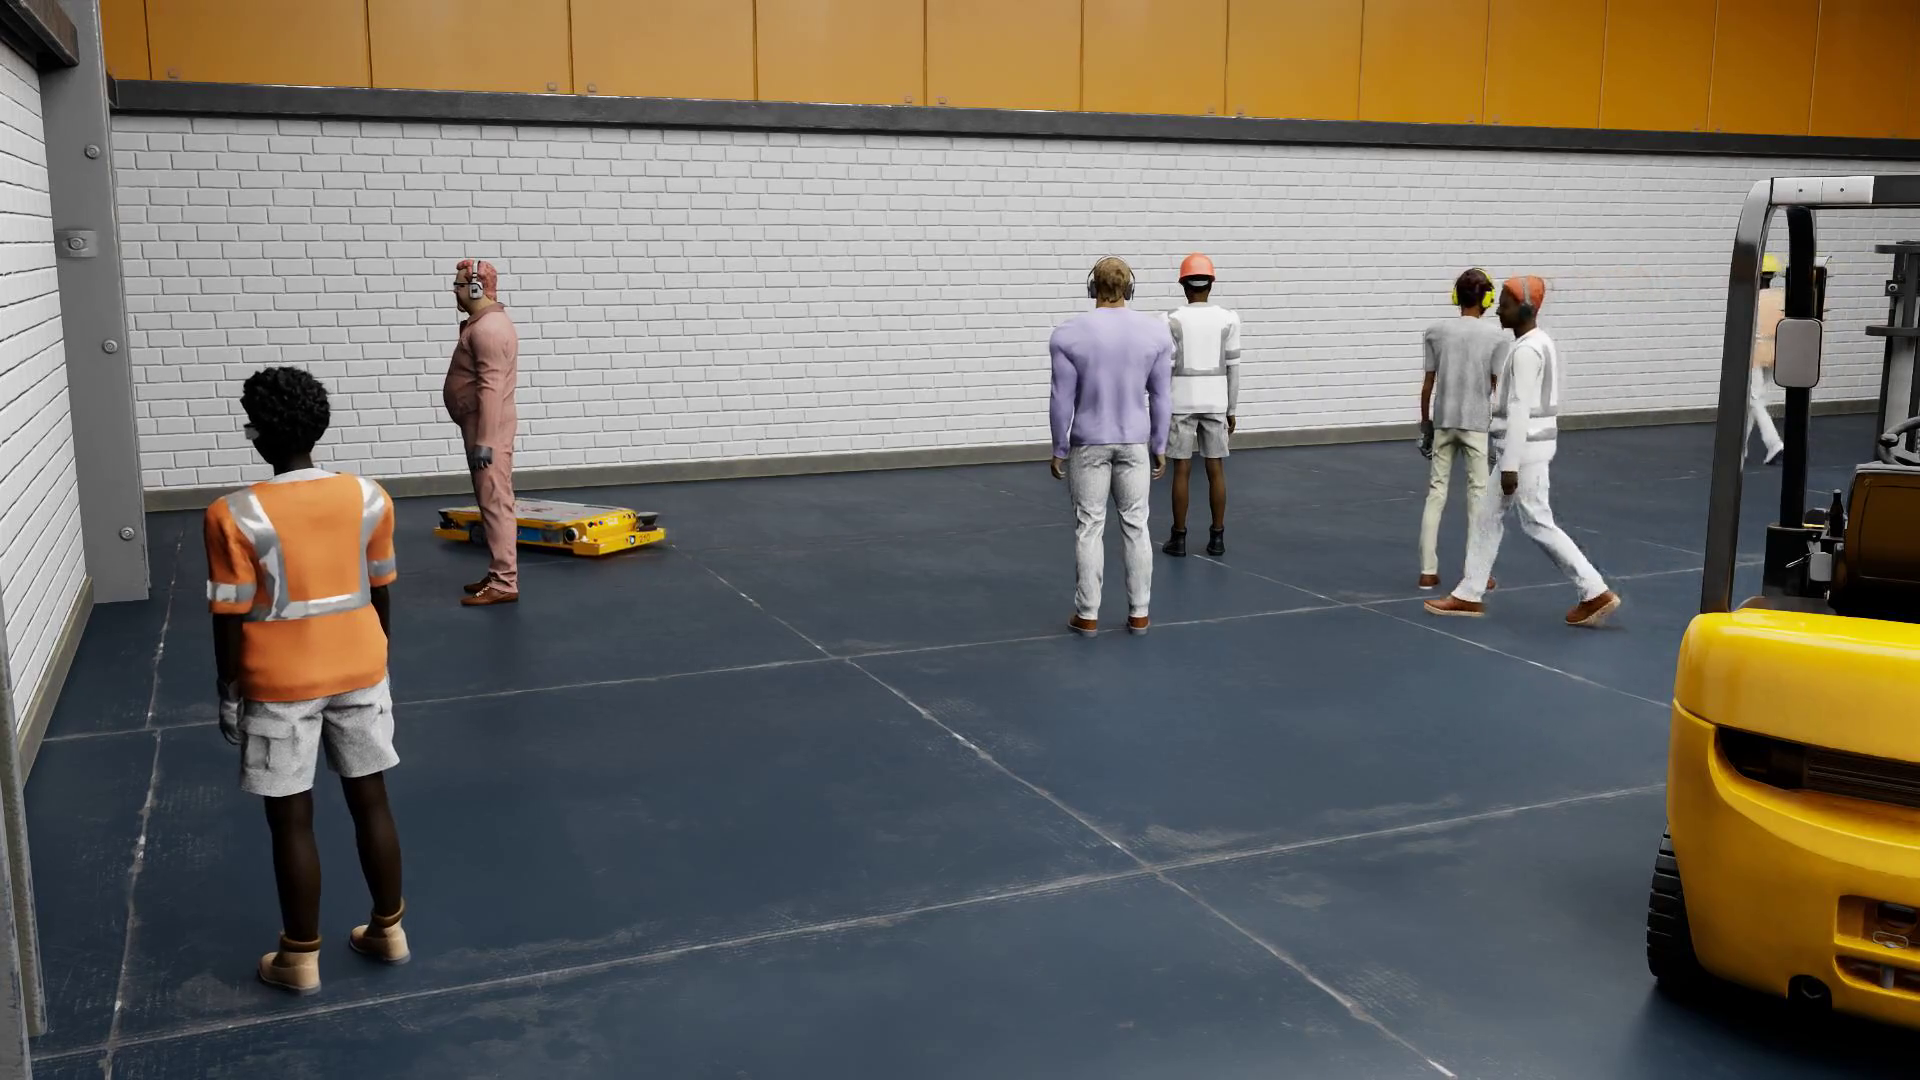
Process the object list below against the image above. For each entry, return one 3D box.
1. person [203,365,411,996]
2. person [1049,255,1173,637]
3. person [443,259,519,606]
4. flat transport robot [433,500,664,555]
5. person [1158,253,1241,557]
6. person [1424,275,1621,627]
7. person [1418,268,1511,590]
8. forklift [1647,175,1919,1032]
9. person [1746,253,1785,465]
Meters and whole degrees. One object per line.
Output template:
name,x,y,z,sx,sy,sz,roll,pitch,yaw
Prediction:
person,-1.752,0.380,4.483,0.319,1.695,0.533,9,13,39
person,0.758,-0.469,8.470,0.630,1.938,0.369,-1,10,-4
person,-2.652,-0.596,9.257,0.409,1.907,0.651,-2,11,-12
flat transport robot,-2.738,-0.103,11.049,1.431,0.197,0.652,6,12,28
person,1.500,-0.850,10.597,0.543,1.928,0.372,-1,10,-4
person,2.989,-0.454,8.665,0.952,1.849,0.587,4,11,21
person,2.887,-0.622,9.568,0.499,1.853,0.411,7,13,35
forklift,2.810,0.094,4.662,1.214,2.155,2.313,7,12,34
person,7.247,-1.636,15.036,0.596,1.896,0.921,-2,11,-14
